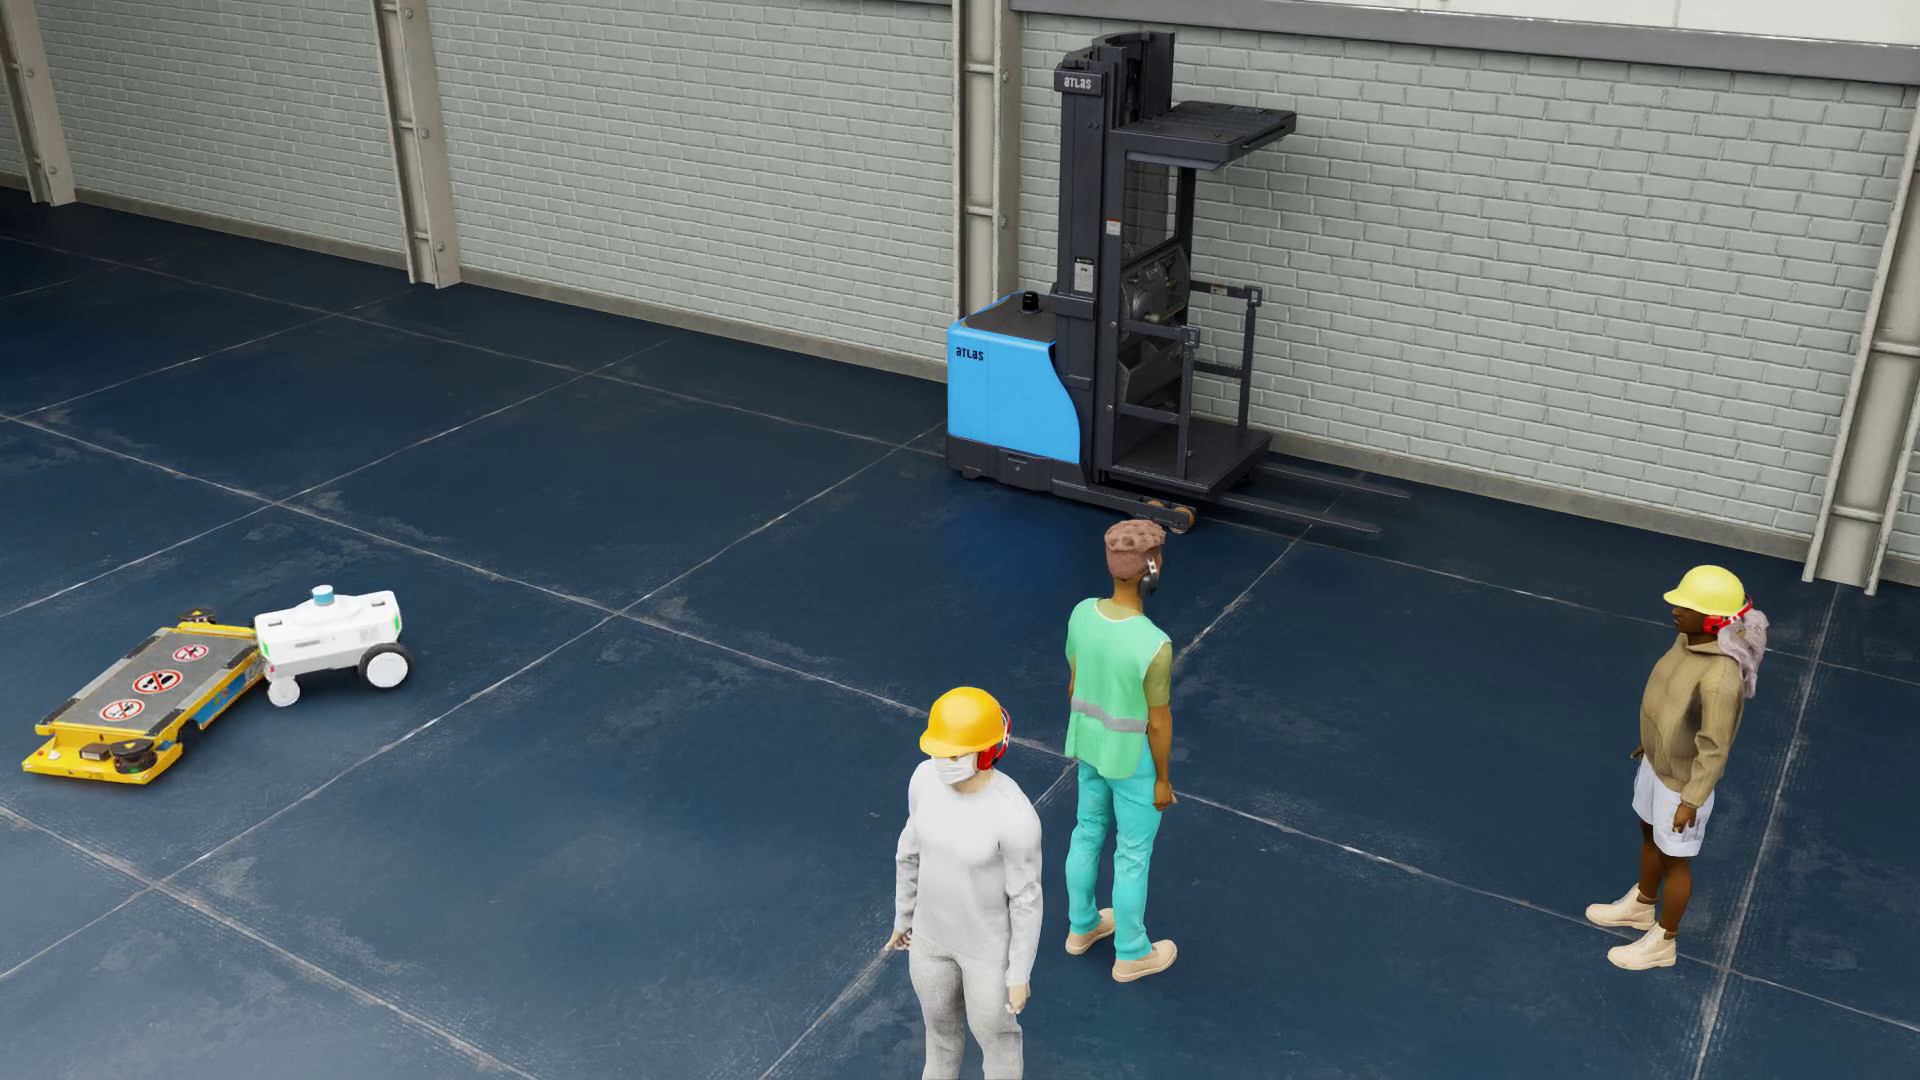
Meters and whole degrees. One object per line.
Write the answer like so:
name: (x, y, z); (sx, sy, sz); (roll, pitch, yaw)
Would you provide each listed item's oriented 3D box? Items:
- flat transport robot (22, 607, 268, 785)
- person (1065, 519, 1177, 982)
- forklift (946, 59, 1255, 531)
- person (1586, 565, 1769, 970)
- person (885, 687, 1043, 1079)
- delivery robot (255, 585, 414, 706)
flat transport robot: (-4.086, 0.784, 8.600); (0.659, 0.231, 1.431); (4, 26, 9)
person: (0.620, 0.838, 6.490); (0.403, 1.978, 0.484); (-22, 33, -38)
forklift: (0.933, -1.707, 10.833); (1.873, 2.768, 1.129); (15, 29, 28)
person: (2.869, 0.903, 6.598); (0.401, 1.763, 0.536); (1, 25, 2)
person: (0.015, 1.322, 5.563); (0.562, 1.896, 0.353); (17, 30, 32)
delivery robot: (-3.314, 0.521, 8.812); (0.773, 0.586, 0.499); (-12, 28, -23)
